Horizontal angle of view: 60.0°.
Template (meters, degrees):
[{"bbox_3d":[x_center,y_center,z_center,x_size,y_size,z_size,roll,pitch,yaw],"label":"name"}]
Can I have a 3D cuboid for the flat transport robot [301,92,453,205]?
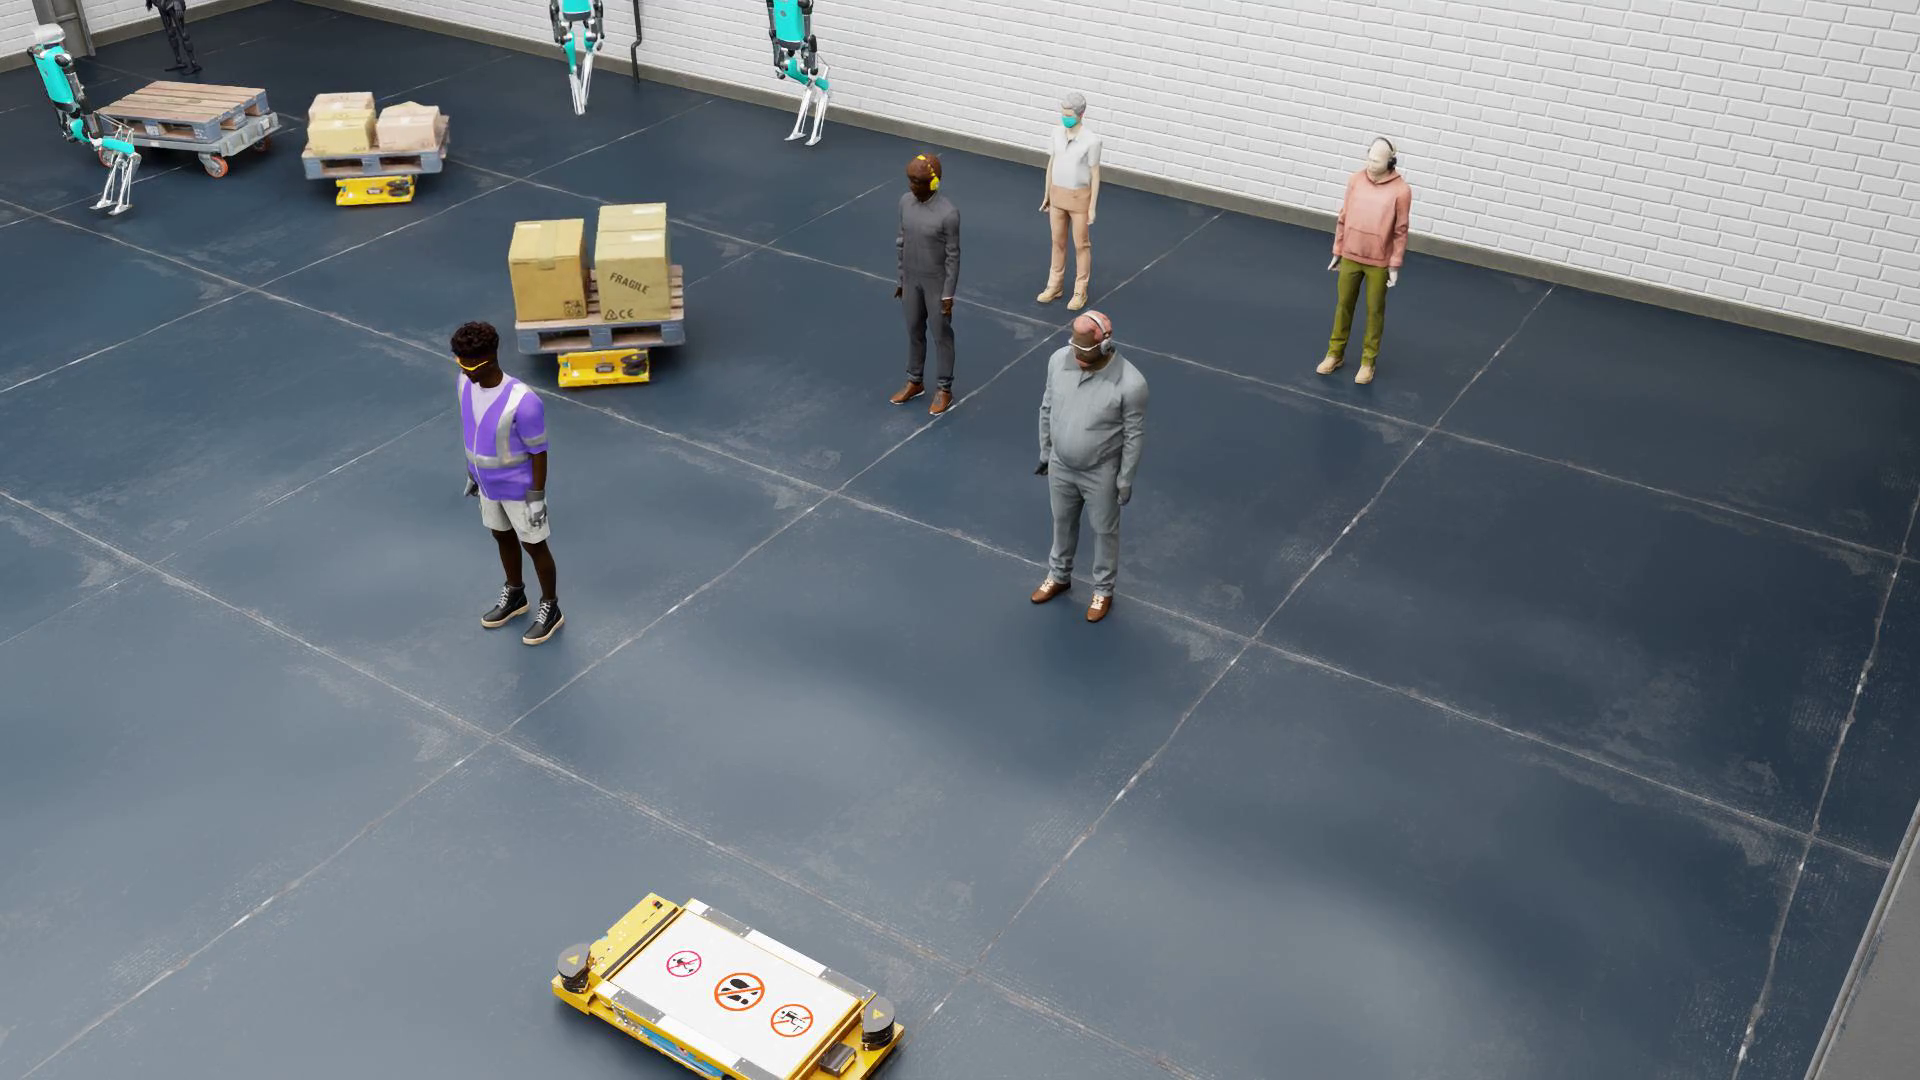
[{"bbox_3d":[-5.440,-3.505,15.711,0.659,0.231,1.431,-4,33,-7],"label":"flat transport robot"}]

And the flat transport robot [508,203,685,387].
[{"bbox_3d":[-2.696,-1.576,12.709,0.659,0.231,1.431,-4,33,-7],"label":"flat transport robot"}]

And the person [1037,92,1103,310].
[{"bbox_3d":[0.867,-2.657,13.032,0.483,1.737,0.320,20,38,28],"label":"person"}]

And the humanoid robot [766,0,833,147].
[{"bbox_3d":[-1.474,-4.677,16.053,0.533,1.677,0.735,19,37,27],"label":"humanoid robot"}]

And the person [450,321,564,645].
[{"bbox_3d":[-2.513,-0.320,9.193,0.602,1.958,0.377,20,38,28],"label":"person"}]

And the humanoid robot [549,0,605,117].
[{"bbox_3d":[-3.898,-5.191,16.962,0.534,1.752,0.930,-9,34,-14],"label":"humanoid robot"}]

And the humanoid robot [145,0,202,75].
[{"bbox_3d":[-8.704,-5.958,18.216,0.599,1.653,0.315,19,37,27],"label":"humanoid robot"}]

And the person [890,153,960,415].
[{"bbox_3d":[-0.232,-1.774,11.534,0.491,1.874,0.355,20,38,28],"label":"person"}]

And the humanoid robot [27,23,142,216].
[{"bbox_3d":[-7.540,-3.697,14.531,0.533,1.673,0.735,19,37,27],"label":"humanoid robot"}]

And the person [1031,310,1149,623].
[{"bbox_3d":[0.706,-0.416,9.397,0.638,1.901,0.410,20,38,28],"label":"person"}]

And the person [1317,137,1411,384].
[{"bbox_3d":[2.930,-2.018,11.951,0.524,1.832,0.371,20,38,28],"label":"person"}]

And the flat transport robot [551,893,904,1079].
[{"bbox_3d":[-1.012,1.990,7.159,1.431,0.231,0.659,19,37,27],"label":"flat transport robot"}]
